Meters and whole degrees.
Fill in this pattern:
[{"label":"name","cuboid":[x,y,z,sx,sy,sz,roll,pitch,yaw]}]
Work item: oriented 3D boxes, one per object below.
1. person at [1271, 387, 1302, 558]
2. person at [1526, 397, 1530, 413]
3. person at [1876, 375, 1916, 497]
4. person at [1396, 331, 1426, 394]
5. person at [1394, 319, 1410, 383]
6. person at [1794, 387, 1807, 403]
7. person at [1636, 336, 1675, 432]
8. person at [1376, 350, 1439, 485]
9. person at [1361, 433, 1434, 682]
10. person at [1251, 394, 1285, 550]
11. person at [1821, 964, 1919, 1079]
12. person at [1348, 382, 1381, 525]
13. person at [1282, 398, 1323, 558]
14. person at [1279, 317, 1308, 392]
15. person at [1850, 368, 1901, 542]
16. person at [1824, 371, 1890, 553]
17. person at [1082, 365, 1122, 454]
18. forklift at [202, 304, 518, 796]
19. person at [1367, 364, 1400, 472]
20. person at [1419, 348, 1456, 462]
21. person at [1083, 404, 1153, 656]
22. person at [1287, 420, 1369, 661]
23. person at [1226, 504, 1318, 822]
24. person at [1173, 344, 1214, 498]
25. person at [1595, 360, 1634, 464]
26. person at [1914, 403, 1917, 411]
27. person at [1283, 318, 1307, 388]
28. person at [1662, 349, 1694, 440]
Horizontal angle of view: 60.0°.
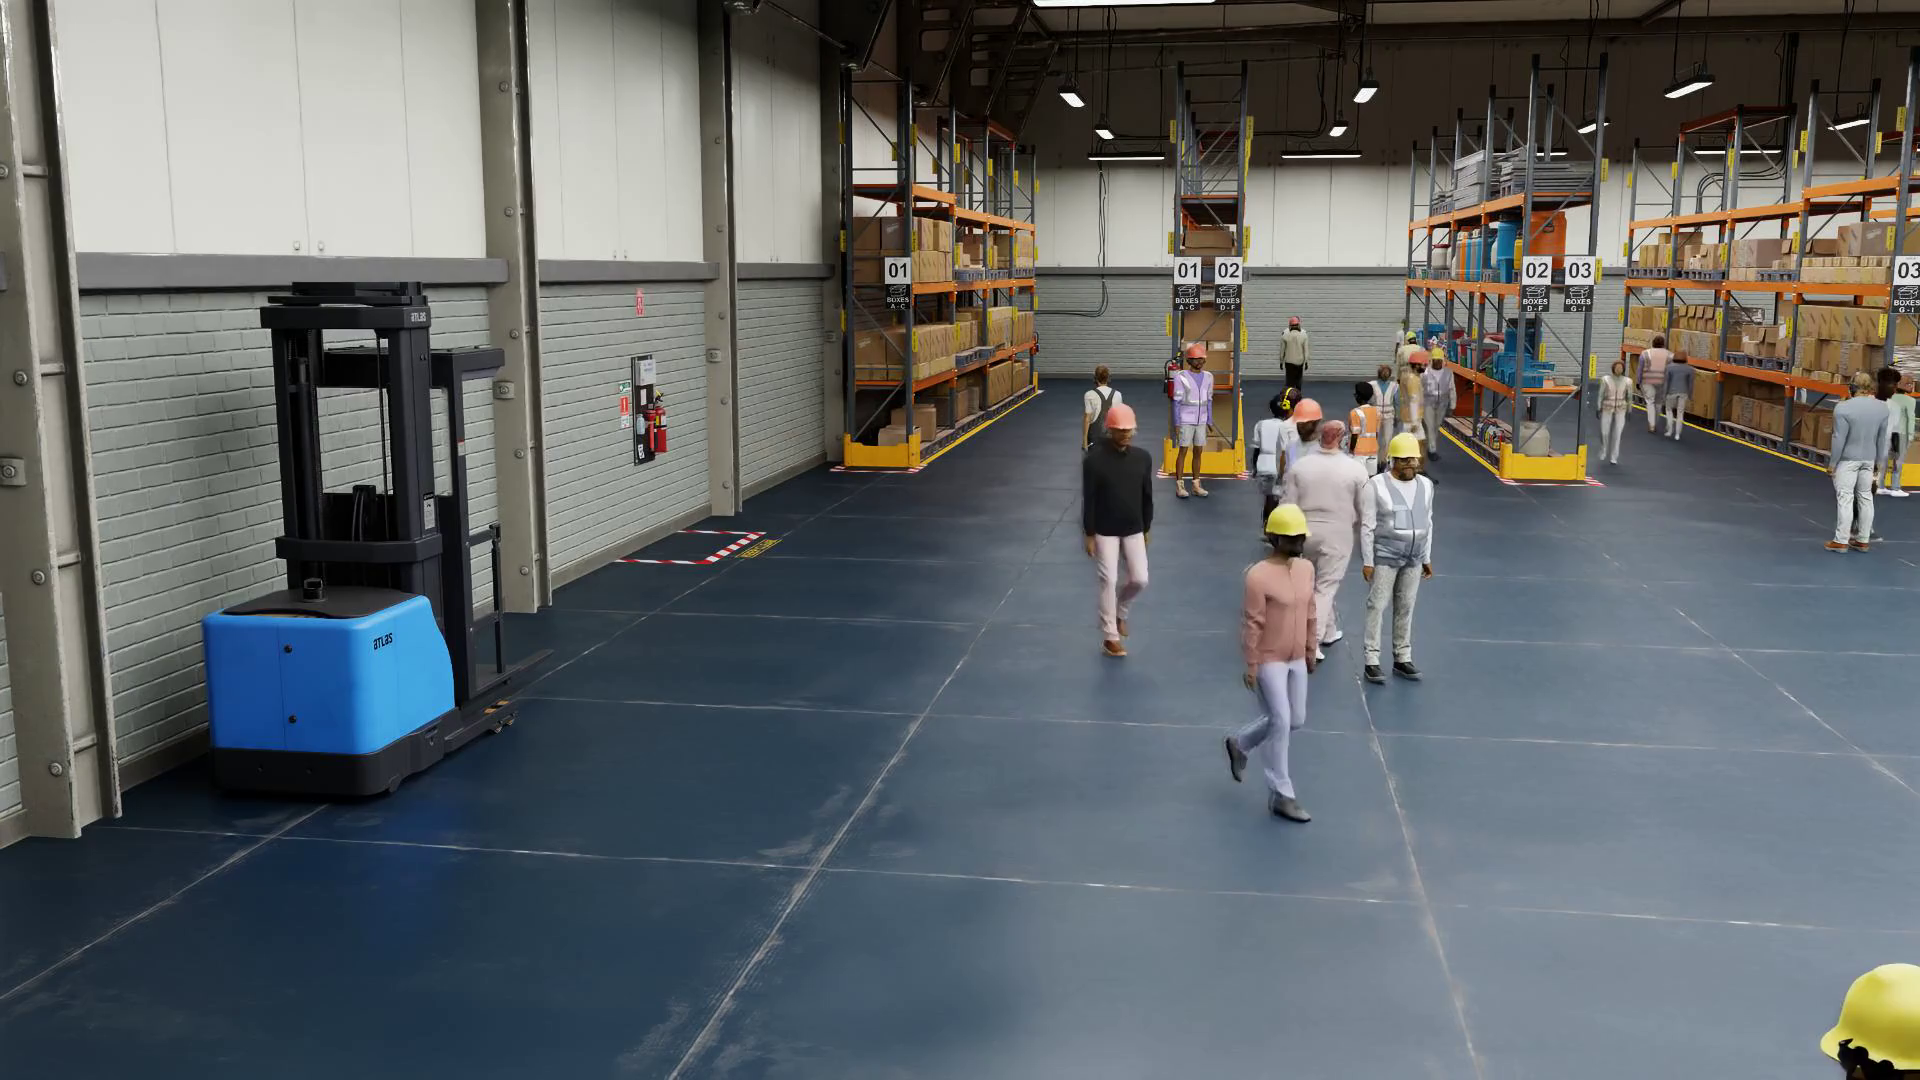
[{"label":"person","cuboid":[3.243,-0.580,16.470,0.328,1.872,0.514,7,11,36]},{"label":"person","cuboid":[12.066,-3.717,35.437,0.613,1.992,0.390,2,9,10]},{"label":"person","cuboid":[12.566,-1.403,22.294,0.273,1.627,0.498,-3,10,-20]},{"label":"person","cuboid":[9.104,-3.309,33.553,0.616,1.777,0.873,4,10,21]},{"label":"person","cuboid":[11.097,-4.571,41.241,0.516,1.825,0.958,-7,12,-39]},{"label":"person","cuboid":[17.523,-3.551,34.764,0.579,1.882,0.340,-2,9,-13]},{"label":"person","cuboid":[13.054,-2.935,31.244,0.623,1.799,0.945,2,9,10]},{"label":"person","cuboid":[6.294,-1.724,23.444,0.879,1.912,0.552,3,10,16]},{"label":"person","cuboid":[3.230,0.122,12.249,0.591,1.834,0.404,-3,10,-17]},{"label":"person","cuboid":[3.452,-0.743,18.035,0.563,1.678,0.485,9,13,43]},{"label":"person","cuboid":[1.719,1.636,3.116,0.330,1.768,0.526,-3,10,-18]},{"label":"person","cuboid":[4.794,-1.036,19.811,0.540,1.695,0.318,-8,12,-40]},{"label":"person","cuboid":[2.965,-0.250,14.258,0.372,1.942,0.547,-8,12,-41]},{"label":"person","cuboid":[7.506,-4.023,37.453,0.630,1.952,0.916,1,9,8]},{"label":"person","cuboid":[10.215,-0.939,18.484,0.636,1.928,0.797,-3,10,-17]},{"label":"person","cuboid":[9.594,-0.834,17.825,0.635,1.937,0.359,-2,9,-10]},{"label":"person","cuboid":[1.772,-1.257,20.749,0.502,1.839,0.330,-3,10,-19]},{"label":"forklift","cuboid":[-3.673,-0.038,10.147,1.129,2.768,1.873,1,9,9]},{"label":"person","cuboid":[6.329,-1.838,24.964,0.526,1.619,0.613,2,9,10]},{"label":"person","cuboid":[7.567,-2.150,26.419,0.616,1.782,0.922,0,9,-1]},{"label":"person","cuboid":[1.233,-0.090,13.101,0.614,1.982,0.515,-3,10,-19]},{"label":"person","cuboid":[2.883,-0.009,13.024,0.651,1.851,1.016,7,11,35]},{"label":"person","cuboid":[1.743,0.645,9.301,0.532,1.747,0.662,-7,11,-37]},{"label":"person","cuboid":[3.119,-1.588,22.145,0.605,2.045,0.381,-4,10,-23]},{"label":"person","cuboid":[10.211,-1.998,25.942,0.547,1.623,0.360,2,10,14]},{"label":"person","cuboid":[17.379,-2.865,30.487,0.585,1.895,0.548,-1,9,-7]},{"label":"person","cuboid":[8.185,-4.510,40.726,0.599,1.854,1.037,1,9,9]},{"label":"person","cuboid":[12.830,-2.610,29.759,0.529,1.609,0.672,3,10,16]}]
